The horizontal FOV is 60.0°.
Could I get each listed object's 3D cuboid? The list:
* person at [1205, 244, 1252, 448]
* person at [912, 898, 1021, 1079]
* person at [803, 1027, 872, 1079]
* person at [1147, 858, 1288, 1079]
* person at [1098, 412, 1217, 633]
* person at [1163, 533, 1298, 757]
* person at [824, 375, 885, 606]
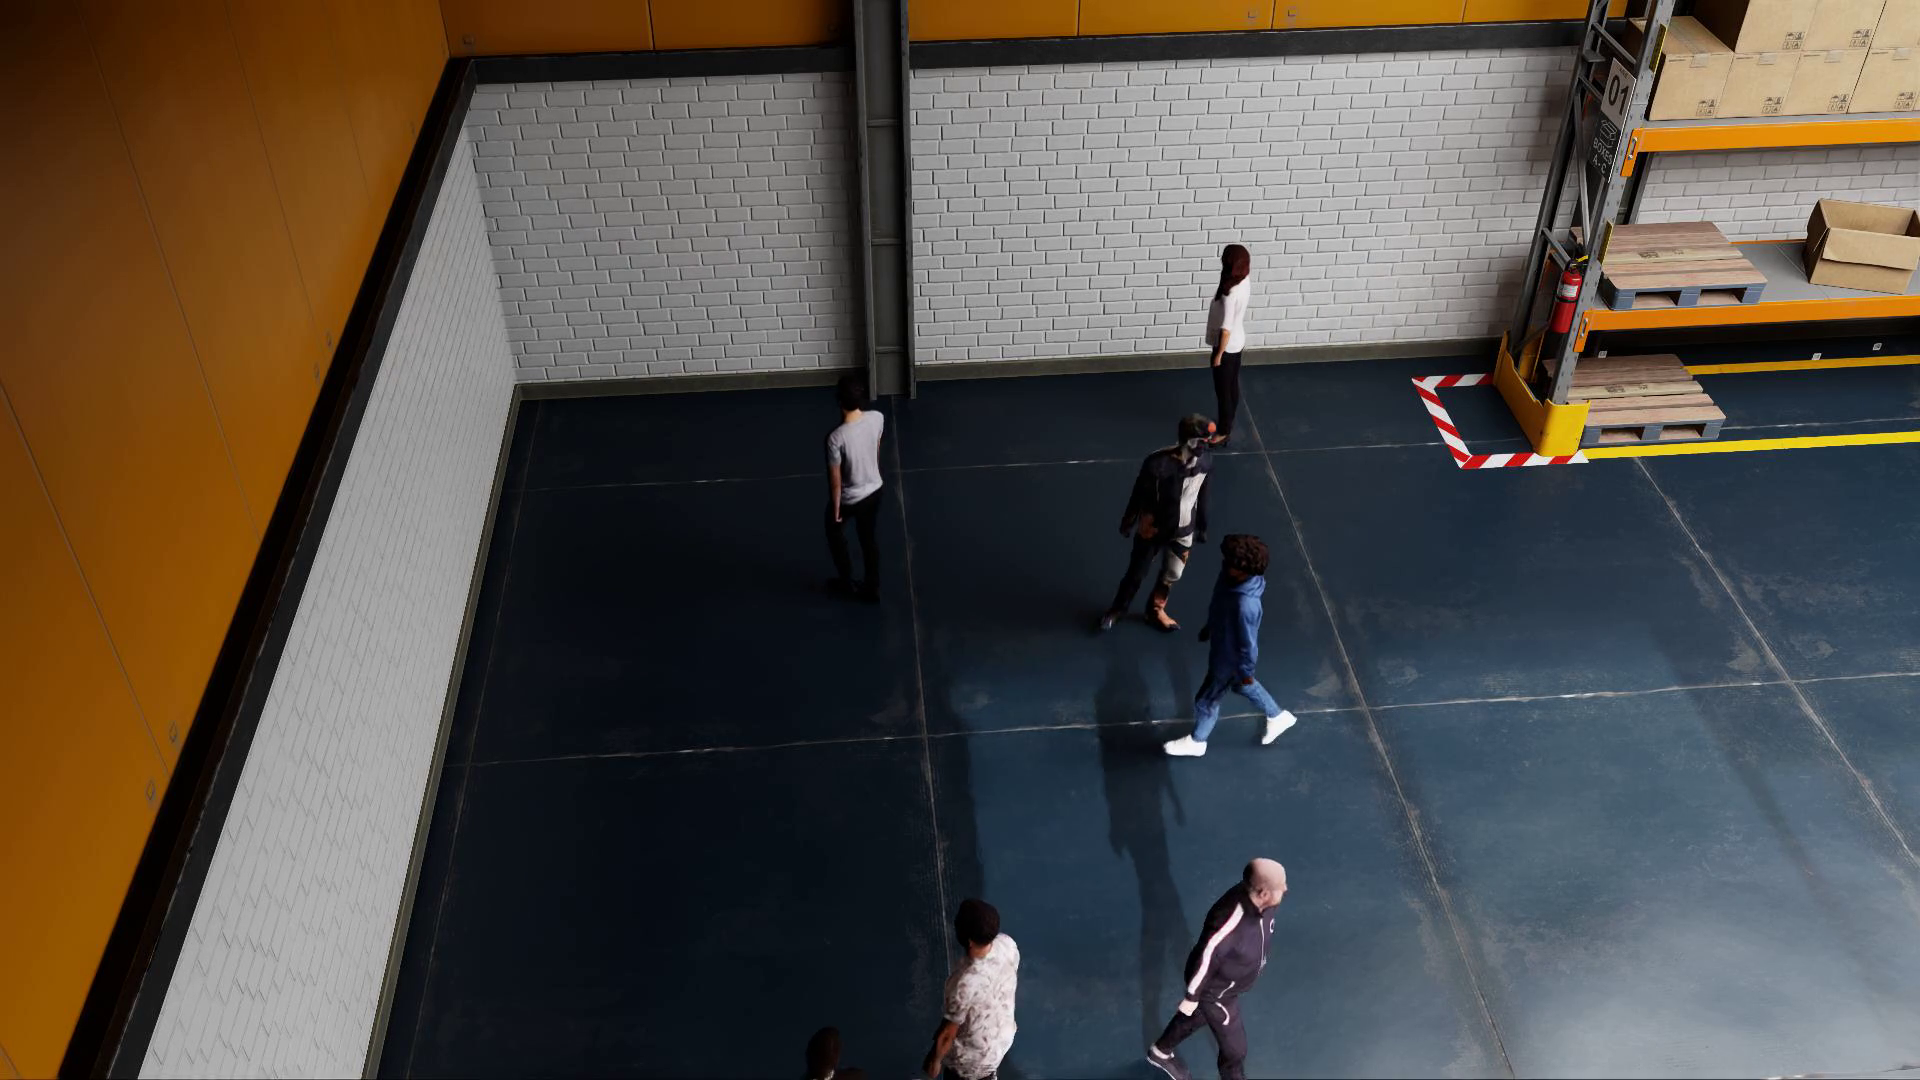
[{"bbox_3d":[2.137,-1.536,13.207,0.671,1.794,0.685,14,41,16],"label":"person"},{"bbox_3d":[0.157,2.486,8.178,1.247,1.785,1.101,20,43,24],"label":"person"},{"bbox_3d":[-0.609,2.908,7.656,0.881,1.778,0.747,30,48,32],"label":"person"},{"bbox_3d":[1.229,2.249,8.477,1.172,1.783,1.050,26,45,29],"label":"person"},{"bbox_3d":[1.348,-0.105,11.366,0.670,1.856,0.976,-2,39,-2],"label":"person"},{"bbox_3d":[1.795,0.681,10.441,1.137,1.781,0.789,3,39,3],"label":"person"},{"bbox_3d":[-0.671,-0.282,11.594,0.768,1.847,0.860,-24,45,-27],"label":"person"}]
